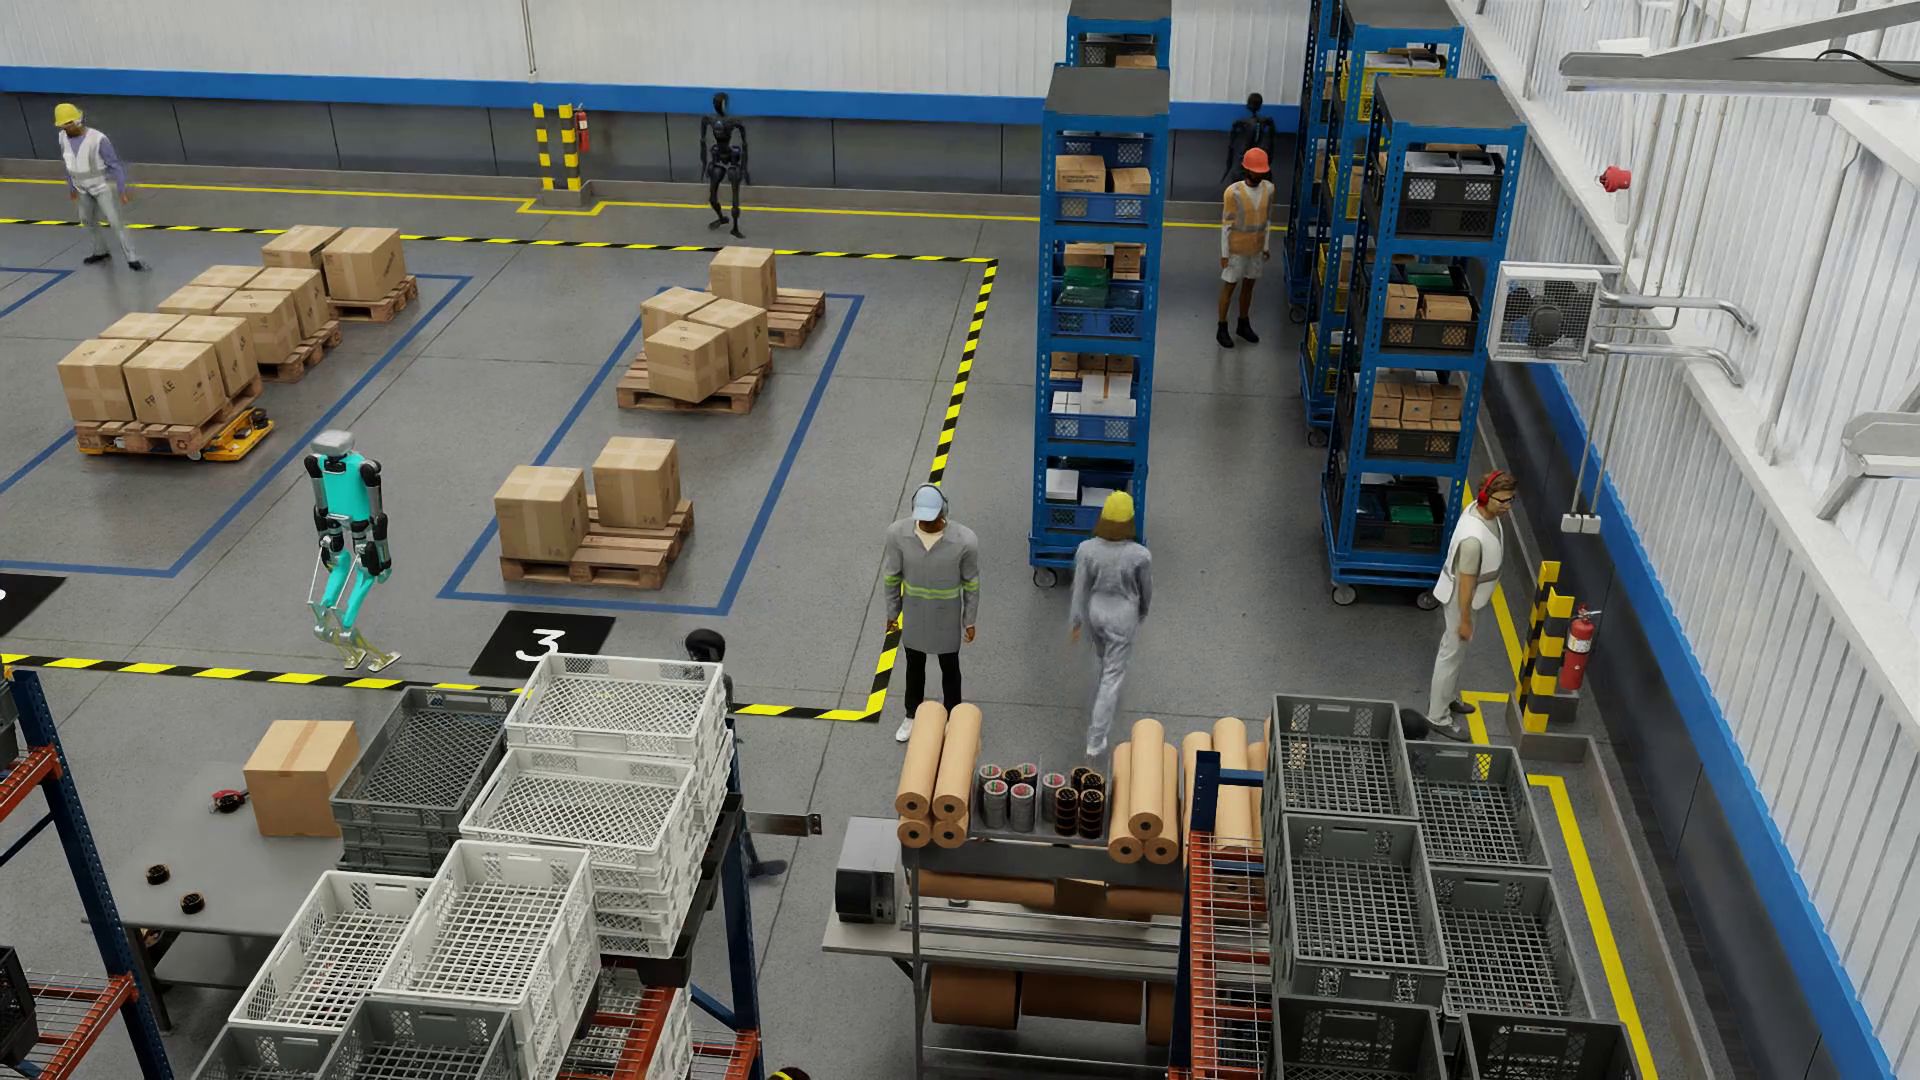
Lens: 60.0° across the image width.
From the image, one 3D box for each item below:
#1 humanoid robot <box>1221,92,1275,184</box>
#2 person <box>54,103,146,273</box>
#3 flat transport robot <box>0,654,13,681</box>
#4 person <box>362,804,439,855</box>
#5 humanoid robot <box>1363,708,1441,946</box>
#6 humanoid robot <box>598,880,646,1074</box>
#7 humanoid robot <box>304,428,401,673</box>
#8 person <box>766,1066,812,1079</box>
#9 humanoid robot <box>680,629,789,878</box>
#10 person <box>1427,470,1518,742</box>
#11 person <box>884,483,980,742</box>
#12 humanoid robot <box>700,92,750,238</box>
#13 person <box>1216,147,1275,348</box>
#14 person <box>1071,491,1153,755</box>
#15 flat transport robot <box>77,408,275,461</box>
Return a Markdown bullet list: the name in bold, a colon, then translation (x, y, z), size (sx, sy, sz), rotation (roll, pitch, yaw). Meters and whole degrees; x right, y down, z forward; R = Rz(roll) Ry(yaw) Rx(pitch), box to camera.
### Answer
- **humanoid robot**: translation (3.201, -4.112, 18.359), size (0.583, 1.641, 0.431), rotation (-8, 31, -13)
- **person**: translation (-9.096, -3.716, 17.547), size (0.819, 1.804, 0.418), rotation (9, 31, 15)
- **flat transport robot**: translation (-7.142, 0.969, 11.010), size (1.431, 0.231, 0.659), rotation (3, 30, 6)
- **person**: translation (-2.369, 1.954, 7.579), size (0.463, 2.012, 0.624), rotation (-7, 31, -12)
- **humanoid robot**: translation (2.284, 1.589, 8.540), size (0.602, 1.635, 0.389), rotation (-24, 38, -34)
- **humanoid robot**: translation (-1.722, 1.977, 7.871), size (0.613, 1.647, 0.361), rotation (6, 31, 11)
- **humanoid robot**: translation (-4.049, 0.153, 10.816), size (0.533, 1.679, 0.735), rotation (9, 31, 15)
- **person**: translation (-0.627, 2.725, 6.399), size (0.516, 1.873, 0.328), rotation (20, 36, 30)
- **humanoid robot**: translation (-1.320, 1.178, 9.273), size (0.691, 1.636, 0.588), rotation (-2, 30, -3)
- **person**: translation (3.182, 0.379, 10.460), size (0.395, 1.839, 0.563), rotation (13, 32, 20)
- **person**: translation (-0.184, 0.468, 10.295), size (0.597, 1.850, 0.387), rotation (6, 31, 10)
- **humanoid robot**: translation (-2.597, -4.181, 18.462), size (0.593, 1.646, 0.435), rotation (7, 31, 12)
- **person**: translation (2.728, -2.780, 15.790), size (0.545, 1.937, 0.377), rotation (-13, 33, -21)
- **person**: translation (0.939, 0.485, 10.414), size (0.470, 1.692, 0.865), rotation (14, 33, 22)
- **flat transport robot**: translation (-6.728, -0.944, 14.268), size (1.431, 0.197, 0.652), rotation (3, 30, 6)
